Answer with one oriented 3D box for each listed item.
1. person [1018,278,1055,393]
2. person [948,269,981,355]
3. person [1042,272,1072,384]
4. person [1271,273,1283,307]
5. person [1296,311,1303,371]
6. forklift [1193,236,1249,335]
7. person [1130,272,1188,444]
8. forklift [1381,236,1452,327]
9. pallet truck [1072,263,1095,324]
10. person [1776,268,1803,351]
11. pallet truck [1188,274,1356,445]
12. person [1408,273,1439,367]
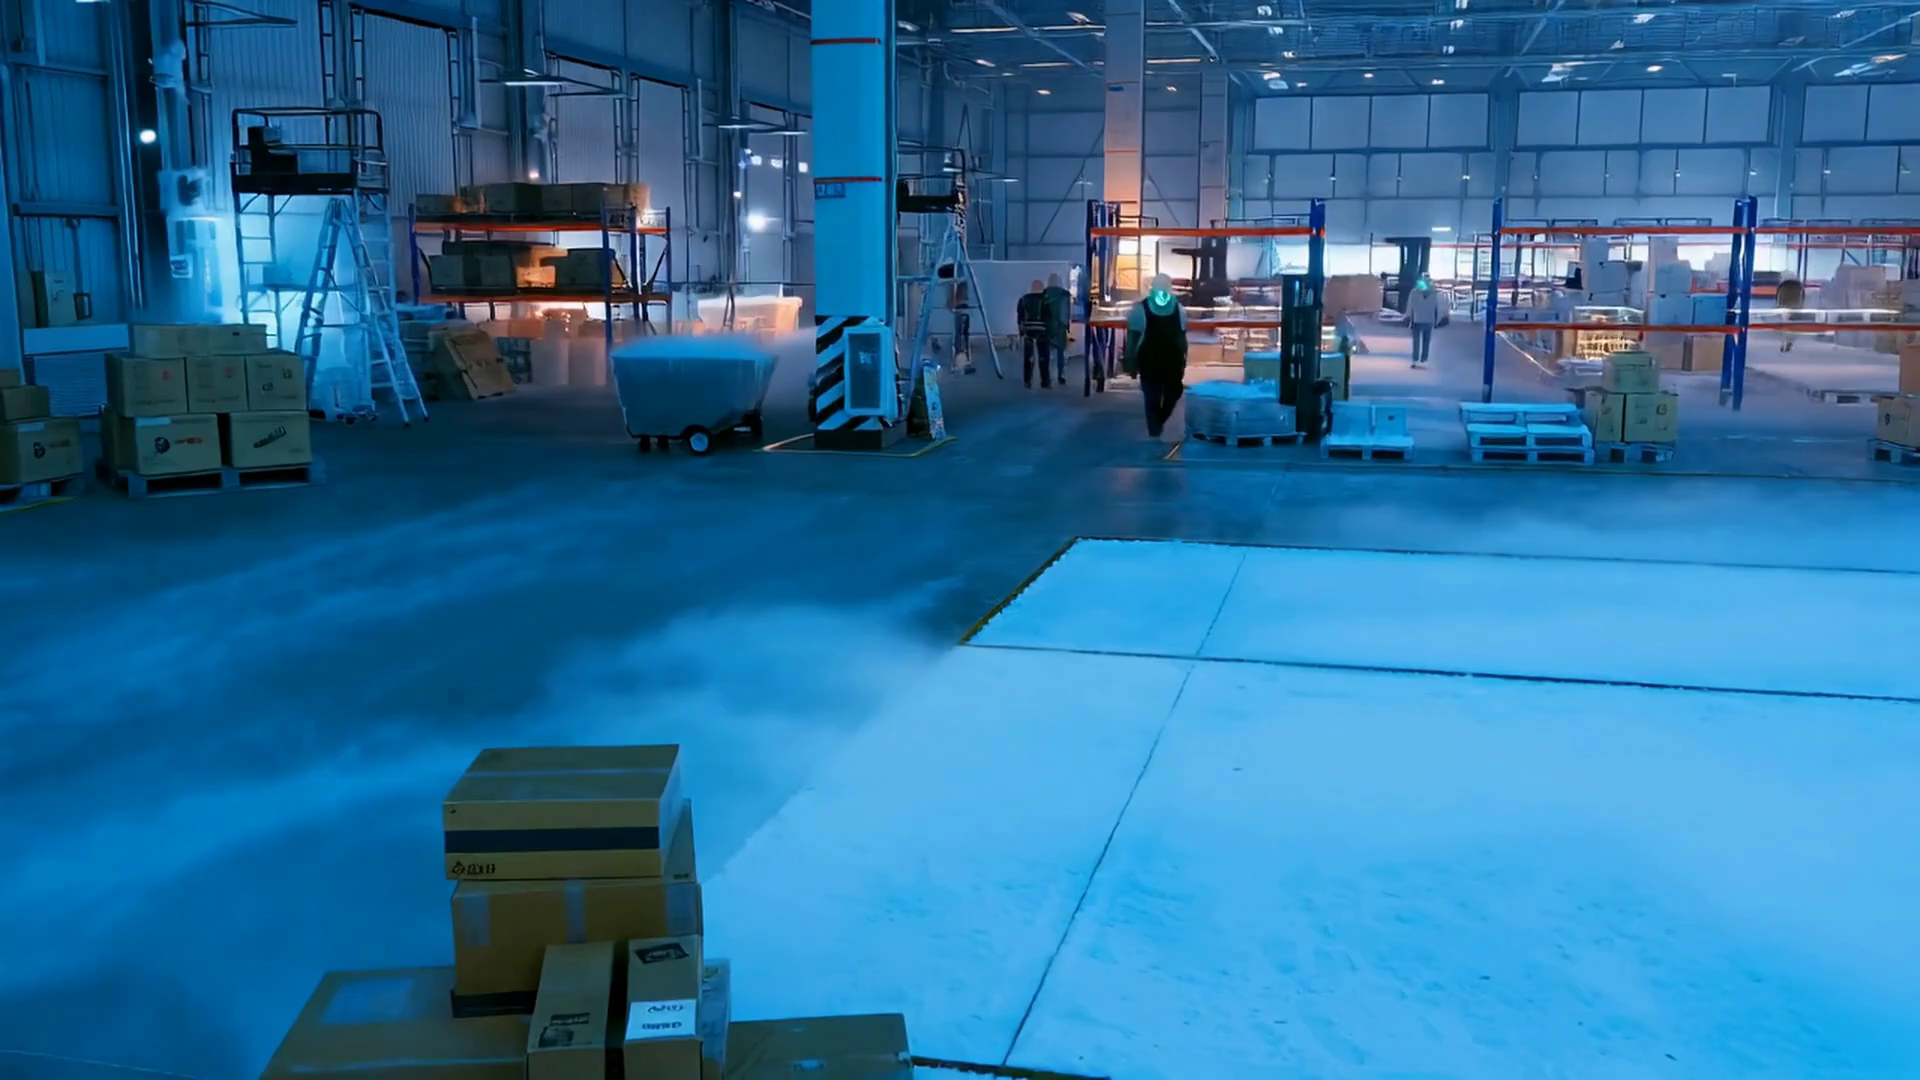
[{"bbox_3d":[1.252,-3.287,26.817,0.627,1.843,0.429,5,11,26],"label":"person"},{"bbox_3d":[0.111,-5.101,37.262,0.844,1.907,0.548,4,10,21],"label":"person"},{"bbox_3d":[1.626,-3.640,28.650,0.633,1.933,0.368,3,10,19],"label":"person"},{"bbox_3d":[9.940,-7.473,51.893,0.547,1.685,0.498,-5,11,-26],"label":"person"},{"bbox_3d":[6.629,-4.099,31.909,0.323,1.735,0.490,6,11,30],"label":"person"},{"bbox_3d":[7.154,-7.230,46.971,1.873,2.768,1.129,-5,11,-25],"label":"forklift"},{"bbox_3d":[2.333,-2.144,19.494,0.700,2.000,0.673,-2,10,-10],"label":"person"},{"bbox_3d":[14.340,-8.090,52.038,1.873,2.768,1.129,-2,10,-12],"label":"forklift"},{"bbox_3d":[4.325,-8.180,55.162,0.823,1.965,1.885,6,11,31],"label":"pallet truck"},{"bbox_3d":[19.306,-5.363,38.816,0.628,1.926,0.431,0,10,-2],"label":"person"},{"bbox_3d":[3.653,-2.138,19.590,1.885,1.965,0.823,-4,10,-20],"label":"pallet truck"},{"bbox_3d":[9.255,-4.398,33.262,0.612,1.868,1.007,4,10,23],"label":"person"}]
